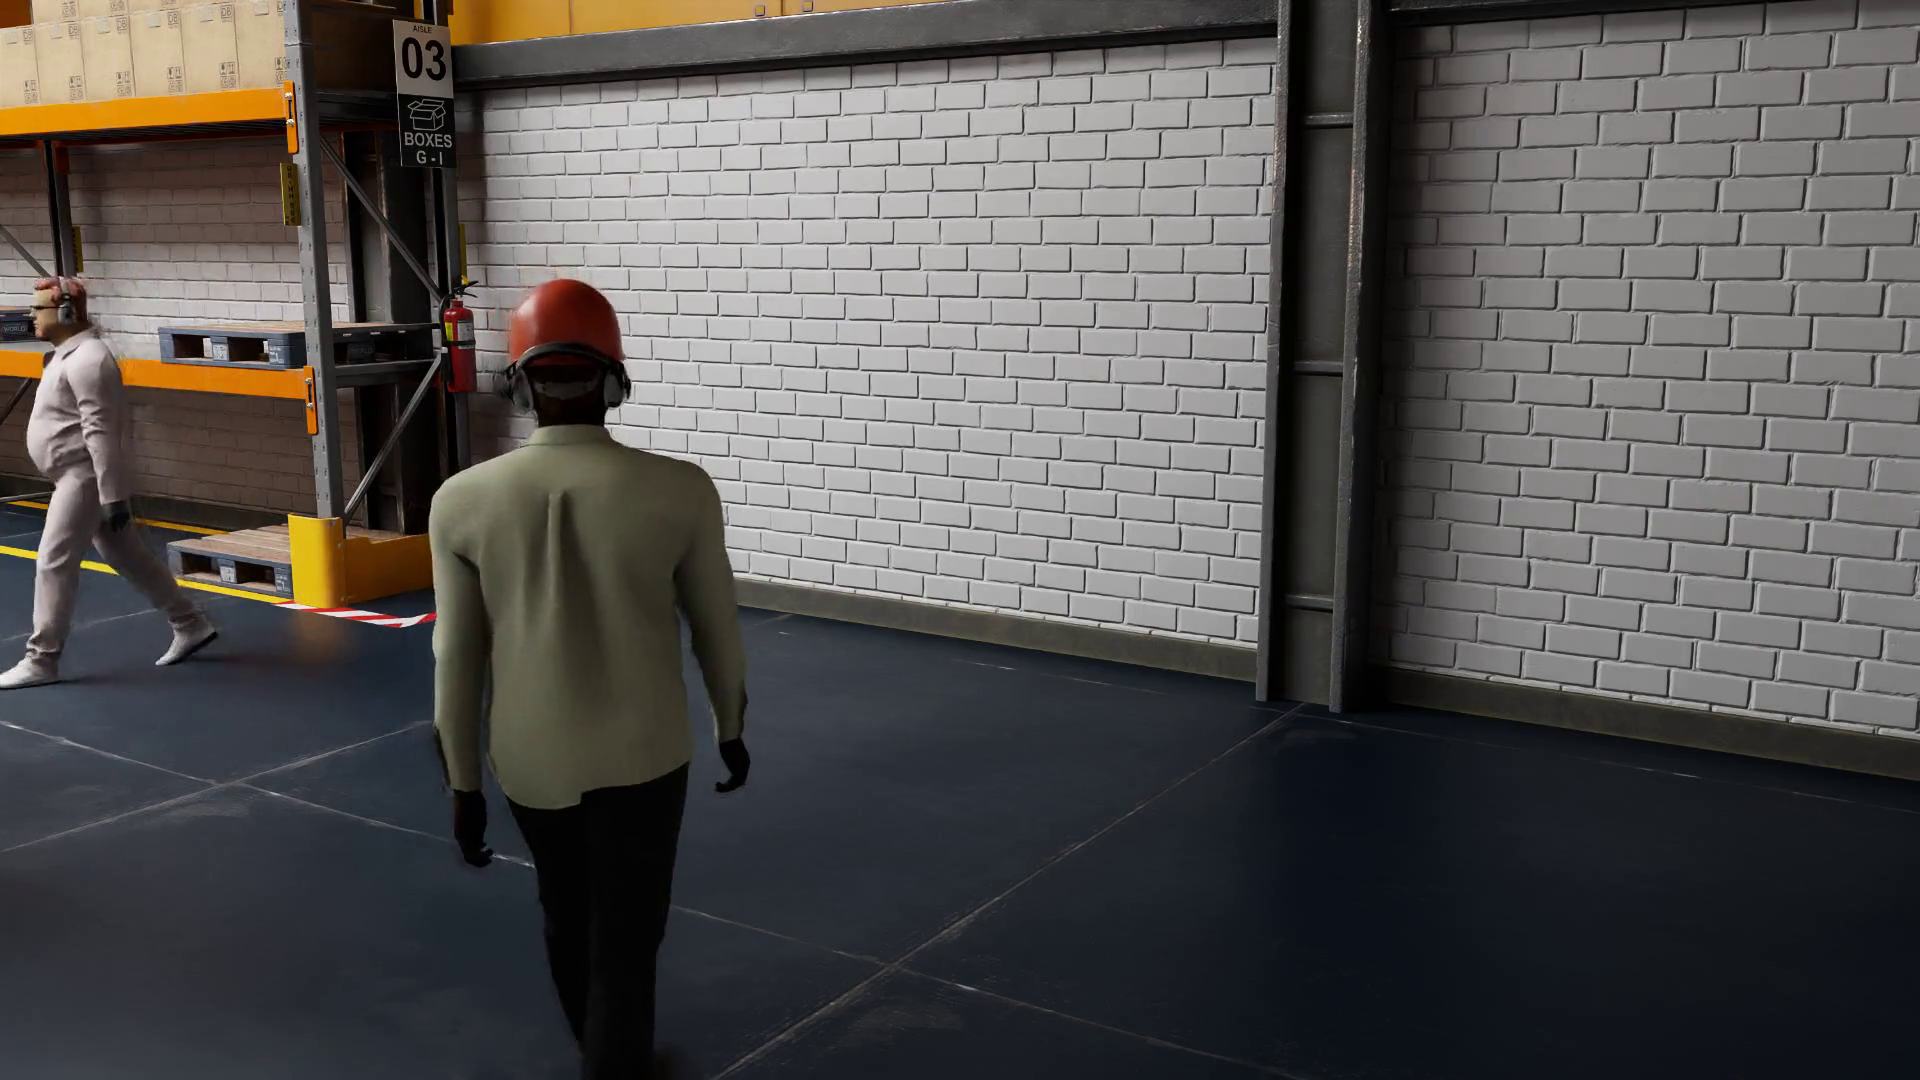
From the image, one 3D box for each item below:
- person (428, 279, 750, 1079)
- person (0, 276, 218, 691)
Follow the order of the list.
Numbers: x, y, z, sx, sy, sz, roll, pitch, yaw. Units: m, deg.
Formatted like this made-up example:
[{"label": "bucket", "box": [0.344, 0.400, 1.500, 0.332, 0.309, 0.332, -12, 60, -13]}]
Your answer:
[{"label": "person", "box": [-0.765, 0.428, 3.542, 0.611, 1.940, 1.028, 0, 10, 2]}, {"label": "person", "box": [-3.983, -0.278, 7.663, 0.981, 1.867, 0.663, -6, 12, -30]}]
